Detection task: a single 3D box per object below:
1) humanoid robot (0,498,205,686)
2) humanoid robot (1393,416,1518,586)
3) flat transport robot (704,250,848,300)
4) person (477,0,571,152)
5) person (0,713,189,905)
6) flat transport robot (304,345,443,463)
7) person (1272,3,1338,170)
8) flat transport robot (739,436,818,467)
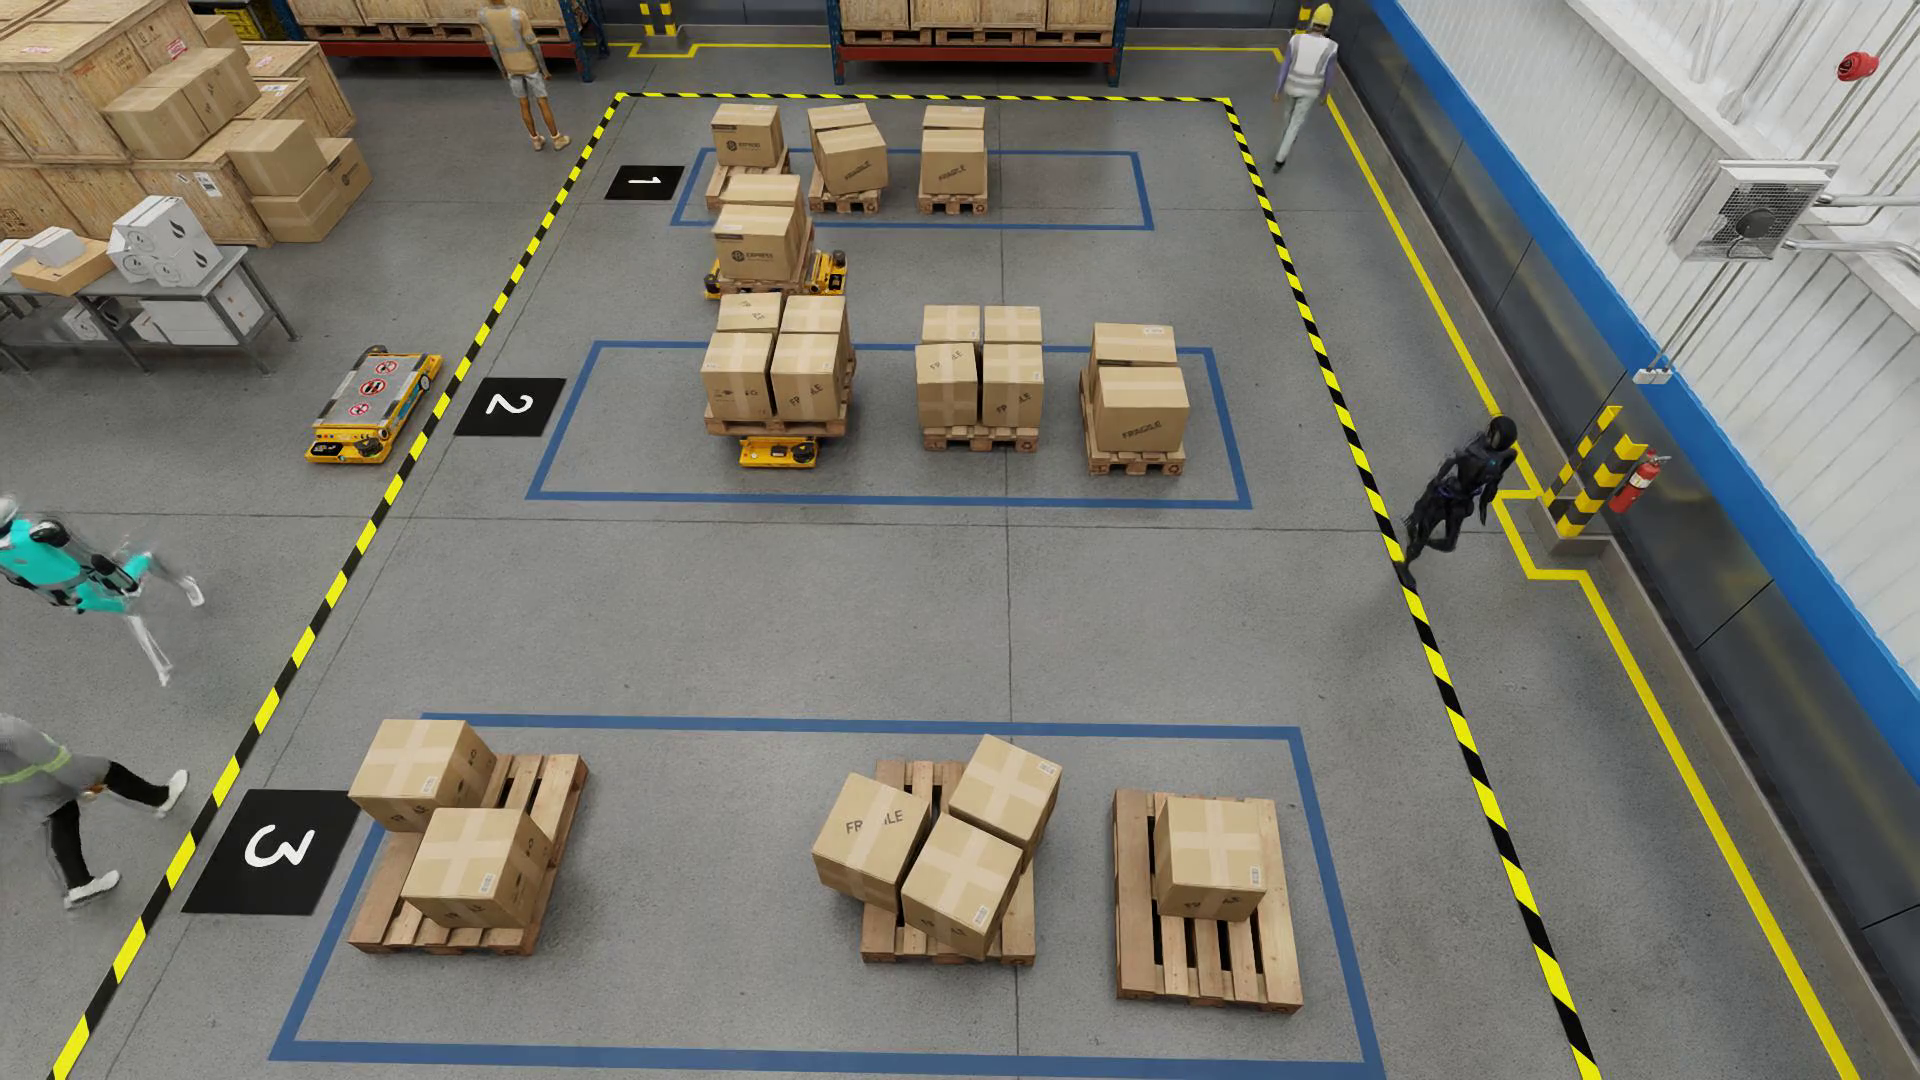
[{"bbox_3d":[-5.893,0.149,6.317,0.533,1.783,1.036,-11,51,-10],"label":"humanoid robot"},{"bbox_3d":[3.565,-0.314,6.704,0.601,1.642,0.453,-7,50,-6],"label":"humanoid robot"},{"bbox_3d":[-1.948,-2.830,9.743,1.431,0.197,0.652,1,50,1],"label":"flat transport robot"},{"bbox_3d":[-5.281,-5.726,11.048,0.607,2.048,0.364,1,50,0],"label":"person"},{"bbox_3d":[-5.250,1.356,5.205,0.588,1.821,0.883,-4,50,-3],"label":"person"},{"bbox_3d":[-5.383,-1.269,8.441,0.659,0.231,1.431,1,50,1],"label":"flat transport robot"},{"bbox_3d":[4.110,-5.415,10.956,0.604,1.784,0.953,27,55,21],"label":"person"},{"bbox_3d":[-1.582,-1.235,8.394,0.652,0.197,1.431,1,50,1],"label":"flat transport robot"}]
